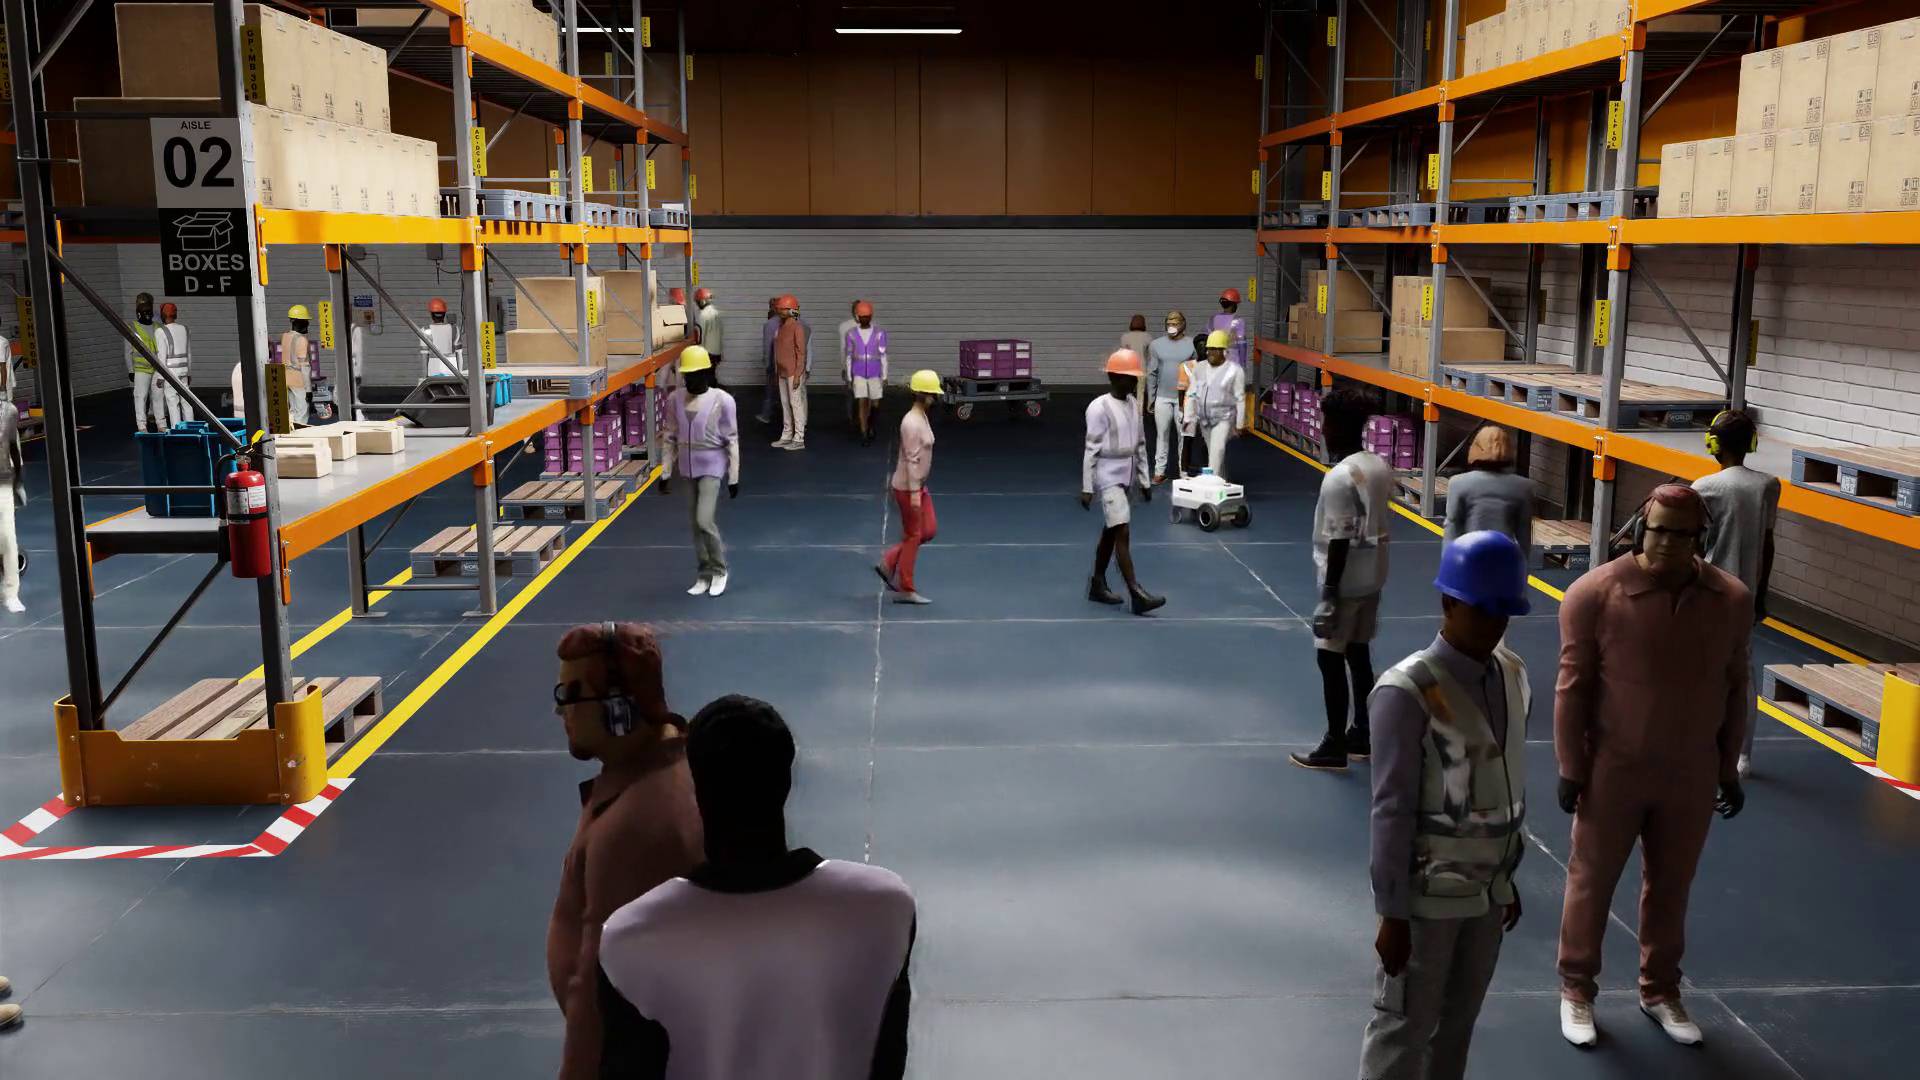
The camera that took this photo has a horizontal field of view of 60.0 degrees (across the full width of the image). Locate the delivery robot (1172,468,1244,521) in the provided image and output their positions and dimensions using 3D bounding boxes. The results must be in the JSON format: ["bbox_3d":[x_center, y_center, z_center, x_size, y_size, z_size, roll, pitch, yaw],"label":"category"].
[{"bbox_3d":[2.332,-0.440,15.675,0.477,0.478,0.707,-7,12,-35],"label":"delivery robot"}]

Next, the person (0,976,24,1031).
[{"bbox_3d":[-3.474,0.765,5.632,0.345,1.846,0.506,-7,12,-34],"label":"person"}]

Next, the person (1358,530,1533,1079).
[{"bbox_3d":[1.316,0.925,4.459,0.610,1.942,0.401,-9,13,-40],"label":"person"}]

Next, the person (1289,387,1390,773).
[{"bbox_3d":[1.948,0.209,8.440,0.397,1.961,0.658,7,12,34],"label":"person"}]

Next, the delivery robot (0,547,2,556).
[{"bbox_3d":[-7.777,0.035,13.029,0.477,0.478,0.707,1,10,8],"label":"delivery robot"}]

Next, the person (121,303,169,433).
[{"bbox_3d":[-11.218,-2.354,23.019,0.429,1.844,0.626,8,13,36],"label":"person"}]

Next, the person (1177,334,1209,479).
[{"bbox_3d":[2.613,-1.389,18.040,0.536,1.697,0.322,0,10,0],"label":"person"}]

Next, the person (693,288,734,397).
[{"bbox_3d":[-3.866,-2.939,25.927,0.630,1.962,0.667,3,11,18],"label":"person"}]

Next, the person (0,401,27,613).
[{"bbox_3d":[-7.163,-0.406,12.212,0.522,1.837,0.839,-9,14,-41],"label":"person"}]

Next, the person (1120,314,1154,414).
[{"bbox_3d":[2.605,-2.525,24.590,0.533,1.605,0.712,0,10,3],"label":"person"}]

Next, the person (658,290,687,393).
[{"bbox_3d":[-4.416,-2.876,25.640,0.640,1.942,0.921,0,10,2],"label":"person"}]

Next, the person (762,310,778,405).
[{"bbox_3d":[-3.028,-3.051,27.482,0.507,1.631,0.268,-7,12,-32],"label":"person"}]

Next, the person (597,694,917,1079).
[{"bbox_3d":[-0.386,1.204,3.135,0.594,1.870,0.969,-3,11,-16],"label":"person"}]

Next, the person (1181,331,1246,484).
[{"bbox_3d":[2.573,-1.233,16.923,0.592,1.780,0.963,9,14,42],"label":"person"}]

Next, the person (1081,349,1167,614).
[{"bbox_3d":[1.238,-0.418,12.065,0.863,1.901,0.576,9,14,41],"label":"person"}]

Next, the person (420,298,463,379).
[{"bbox_3d":[-6.853,-2.221,21.997,0.545,1.942,0.349,-6,12,-30],"label":"person"}]

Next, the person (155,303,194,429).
[{"bbox_3d":[-10.402,-2.195,22.009,0.344,1.882,0.585,3,11,16],"label":"person"}]

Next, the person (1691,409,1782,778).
[{"bbox_3d":[3.797,0.279,8.287,0.519,1.865,0.327,-2,10,-13],"label":"person"}]

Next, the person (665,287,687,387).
[{"bbox_3d":[-4.736,-3.241,27.730,0.386,1.921,0.557,1,10,6],"label":"person"}]

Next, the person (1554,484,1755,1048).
[{"bbox_3d":[2.304,0.754,5.530,0.643,1.905,0.399,0,10,0],"label":"person"}]

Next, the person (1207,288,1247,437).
[{"bbox_3d":[3.694,-2.440,22.934,0.615,2.040,0.391,9,13,41],"label":"person"}]

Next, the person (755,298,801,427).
[{"bbox_3d":[-2.627,-2.591,24.281,0.721,1.865,0.912,-7,12,-34],"label":"person"}]

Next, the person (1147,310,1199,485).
[{"bbox_3d":[2.355,-1.549,18.261,0.635,1.937,0.354,4,11,21],"label":"person"}]

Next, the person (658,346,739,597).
[{"bbox_3d":[-1.968,-0.511,12.567,0.609,1.910,0.468,6,12,29],"label":"person"}]

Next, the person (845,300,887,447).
[{"bbox_3d":[-1.241,-2.201,21.947,0.556,1.918,0.608,-1,10,-4],"label":"person"}]

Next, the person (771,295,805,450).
[{"bbox_3d":[-2.216,-2.172,21.565,0.376,1.997,0.612,-7,12,-34],"label":"person"}]

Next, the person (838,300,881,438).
[{"bbox_3d":[-1.379,-2.379,23.037,0.620,1.902,0.917,-2,10,-9],"label":"person"}]

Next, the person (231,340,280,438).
[{"bbox_3d":[-6.465,-0.986,15.394,0.430,1.845,0.620,-9,14,-41],"label":"person"}]

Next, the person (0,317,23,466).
[{"bbox_3d":[-11.500,-1.805,19.929,0.328,1.860,0.501,-9,13,-40],"label":"person"}]

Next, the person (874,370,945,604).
[{"bbox_3d":[-0.353,-0.385,12.315,0.487,1.751,0.536,2,10,10],"label":"person"}]

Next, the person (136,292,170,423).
[{"bbox_3d":[-12.038,-2.713,24.745,0.629,1.940,0.373,9,13,40],"label":"person"}]

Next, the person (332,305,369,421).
[{"bbox_3d":[-8.242,-2.271,22.482,0.580,1.874,0.448,7,12,34],"label":"person"}]

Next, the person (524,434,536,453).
[{"bbox_3d":[-5.379,-2.028,21.232,0.625,1.836,0.429,-7,12,-34],"label":"person"}]

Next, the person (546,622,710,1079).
[{"bbox_3d":[-0.817,1.102,3.624,0.766,1.882,0.677,0,10,-2],"label":"person"}]

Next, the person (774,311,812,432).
[{"bbox_3d":[-2.376,-2.442,23.528,0.601,1.830,0.404,-8,13,-36],"label":"person"}]

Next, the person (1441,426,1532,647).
[{"bbox_3d":[3.106,0.120,9.888,0.527,1.592,0.827,1,10,7],"label":"person"}]

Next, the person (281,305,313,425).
[{"bbox_3d":[-8.049,-1.904,20.310,0.393,1.919,0.581,-10,14,-44],"label":"person"}]
